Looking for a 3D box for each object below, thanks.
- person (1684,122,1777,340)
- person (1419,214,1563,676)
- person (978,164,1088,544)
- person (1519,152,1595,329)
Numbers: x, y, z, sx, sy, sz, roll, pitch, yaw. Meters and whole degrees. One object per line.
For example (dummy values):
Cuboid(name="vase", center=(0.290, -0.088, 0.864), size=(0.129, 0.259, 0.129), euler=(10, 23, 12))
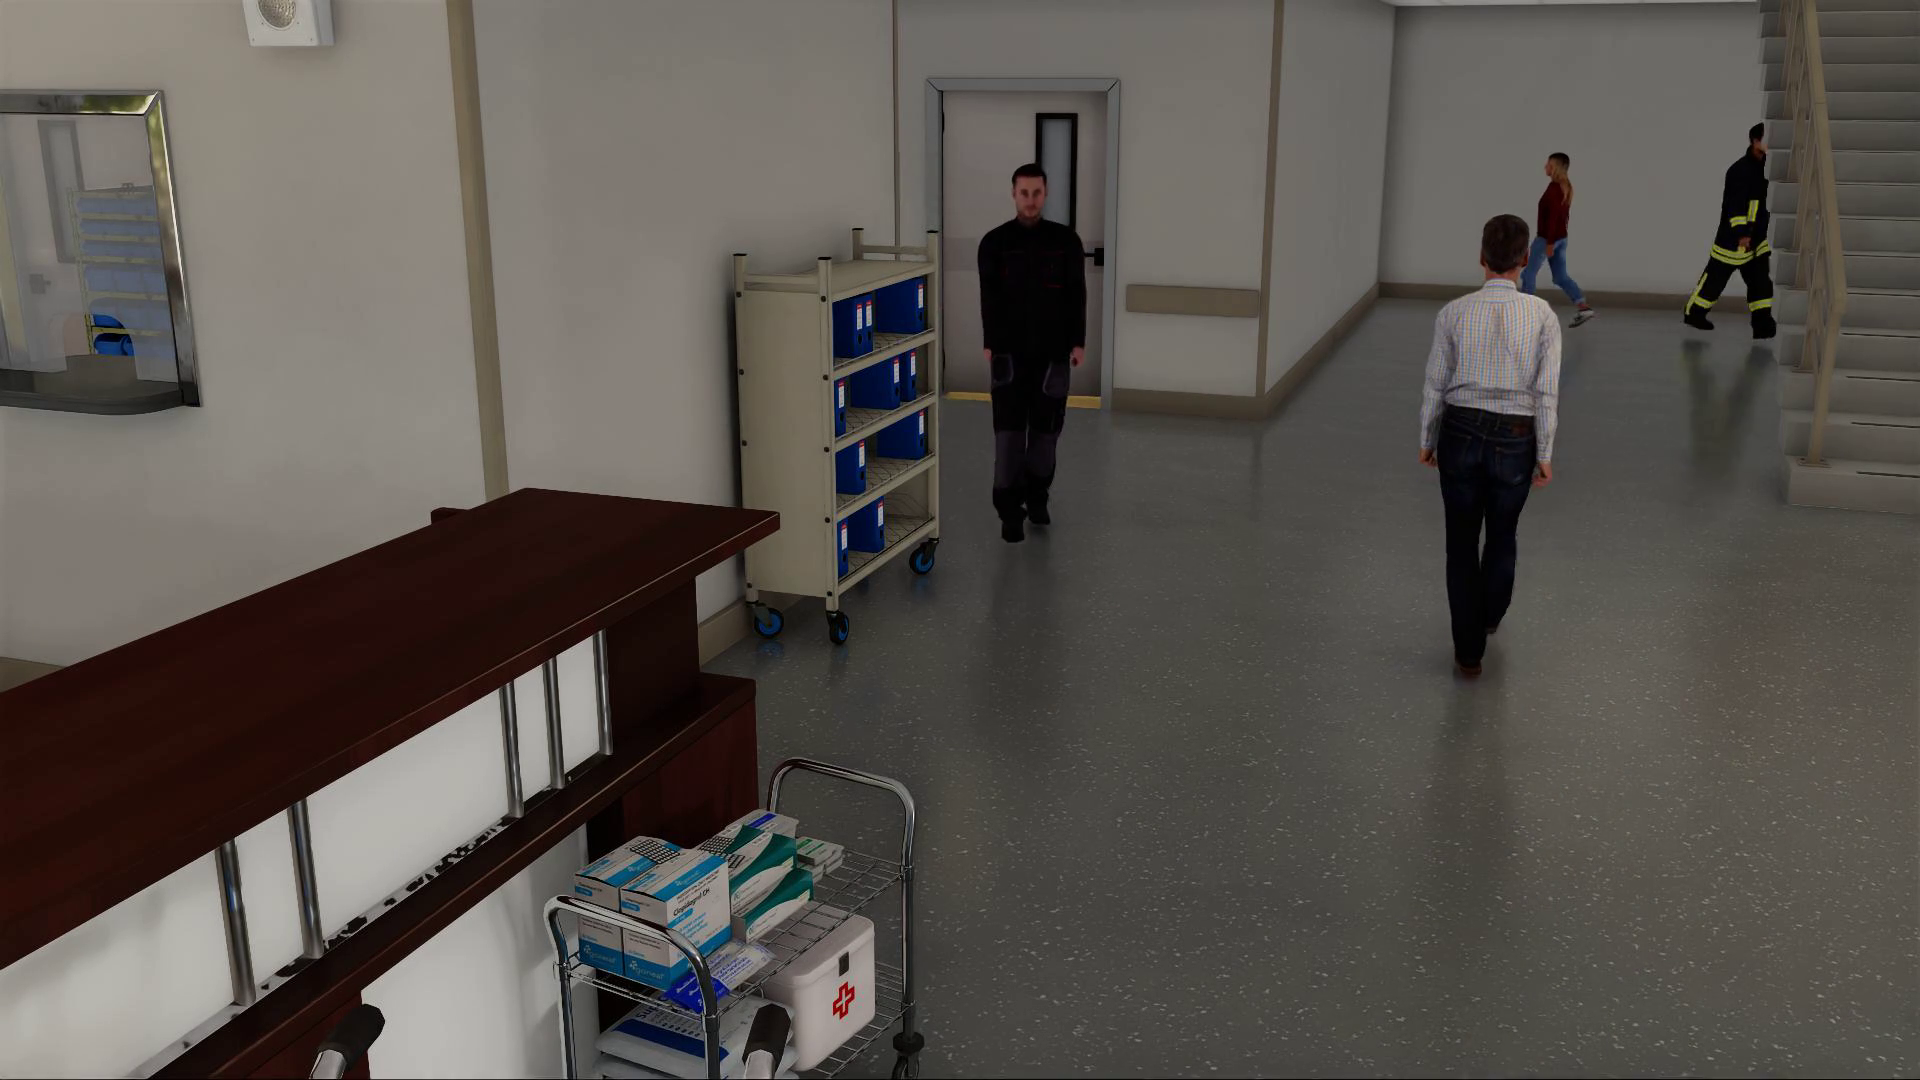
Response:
Cuboid(name="person", center=(6.933, -2.750, 14.924), size=(1.278, 1.880, 1.309), euler=(-9, 18, -29))
Cuboid(name="person", center=(2.079, -0.348, 6.565), size=(0.716, 1.792, 1.023), euler=(5, 16, 16))
Cuboid(name="person", center=(0.360, -0.955, 8.571), size=(0.972, 1.871, 1.219), euler=(-1, 16, -2))
Cuboid(name="person", center=(5.554, -2.741, 15.404), size=(0.944, 1.602, 1.106), euler=(14, 21, 40))
